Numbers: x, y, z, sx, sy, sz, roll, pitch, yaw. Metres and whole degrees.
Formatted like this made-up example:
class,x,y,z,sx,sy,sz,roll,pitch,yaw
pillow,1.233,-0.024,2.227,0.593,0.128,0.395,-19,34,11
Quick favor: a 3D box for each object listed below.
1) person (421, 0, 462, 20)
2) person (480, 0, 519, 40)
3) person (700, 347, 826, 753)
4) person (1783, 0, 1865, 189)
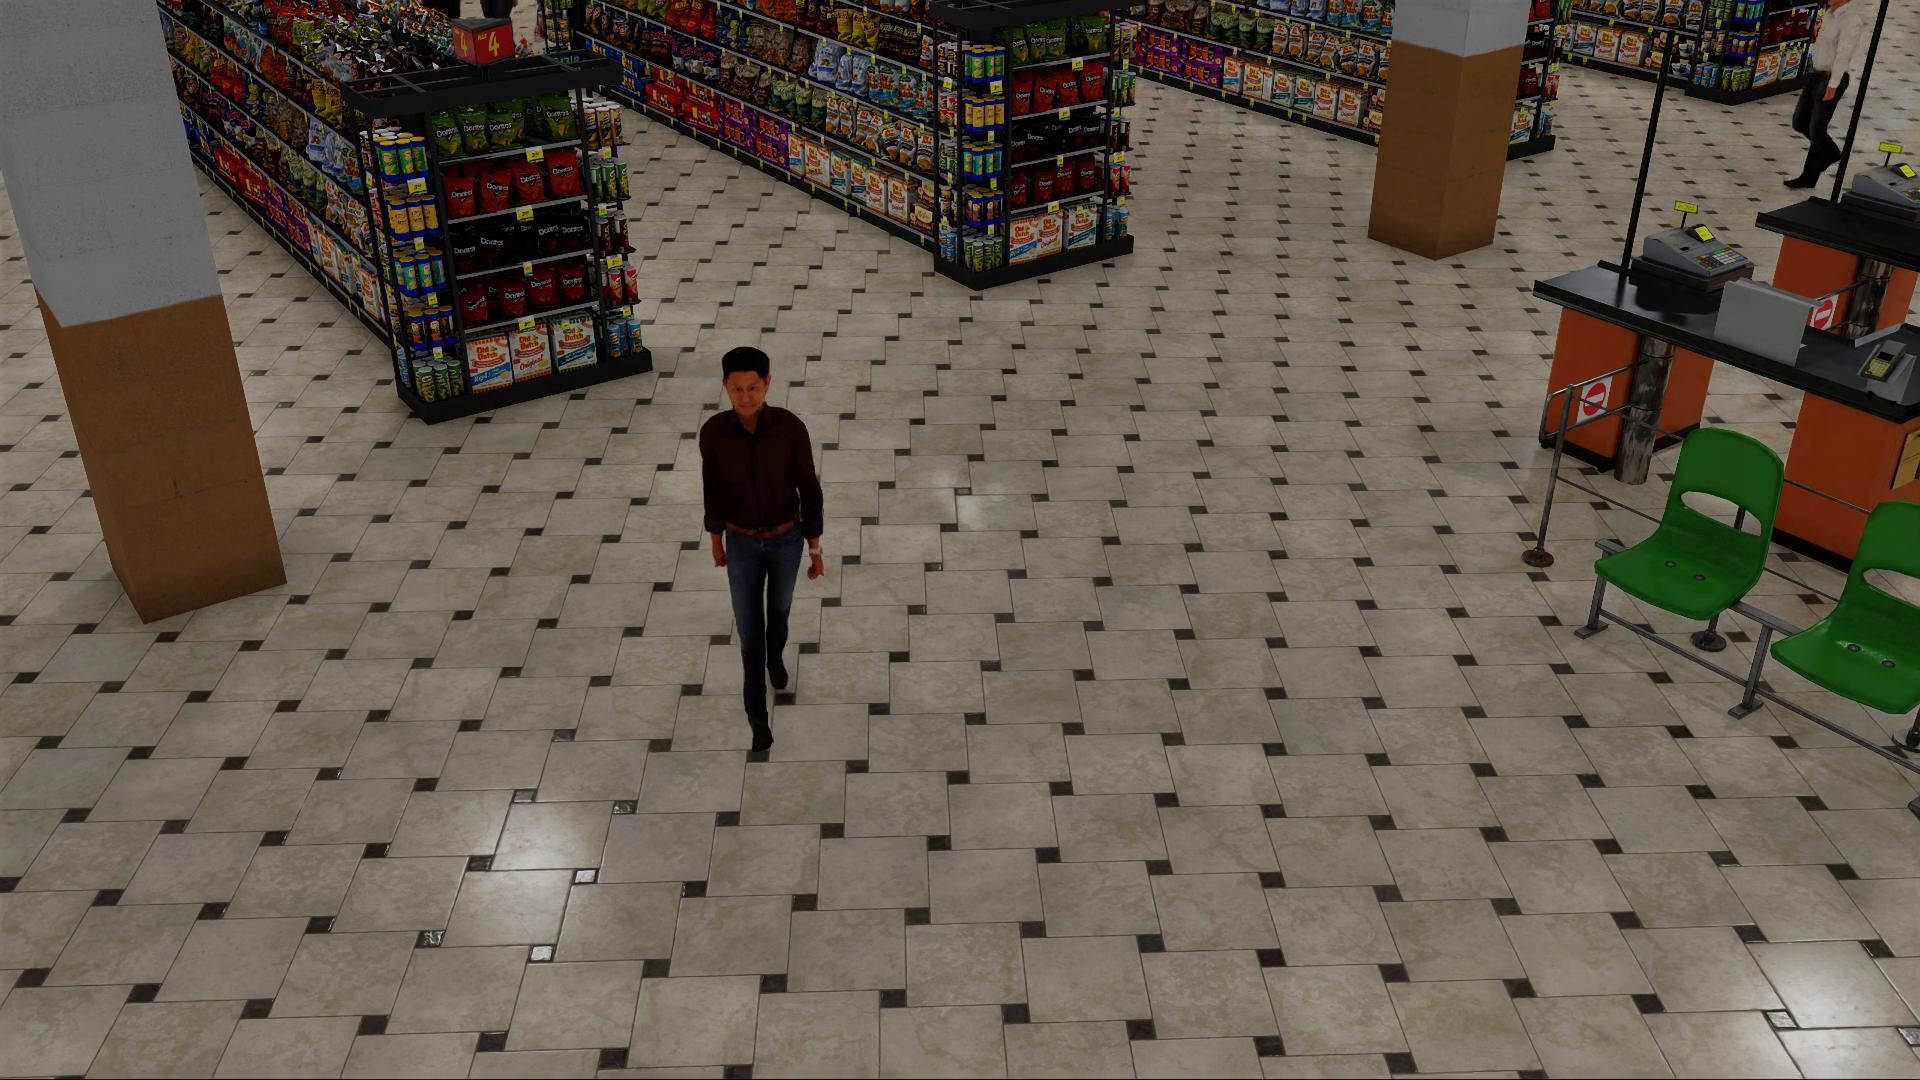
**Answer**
class,x,y,z,sx,sy,sz,roll,pitch,yaw
person,-5.510,-5.675,17.561,0.686,1.696,1.173,-15,32,-25
person,-5.015,-5.957,18.165,0.886,1.613,0.970,3,29,6
person,-0.841,-0.025,7.182,0.973,1.727,1.209,-4,29,-8
person,7.498,-3.894,14.197,0.926,1.794,0.864,-1,29,-2
